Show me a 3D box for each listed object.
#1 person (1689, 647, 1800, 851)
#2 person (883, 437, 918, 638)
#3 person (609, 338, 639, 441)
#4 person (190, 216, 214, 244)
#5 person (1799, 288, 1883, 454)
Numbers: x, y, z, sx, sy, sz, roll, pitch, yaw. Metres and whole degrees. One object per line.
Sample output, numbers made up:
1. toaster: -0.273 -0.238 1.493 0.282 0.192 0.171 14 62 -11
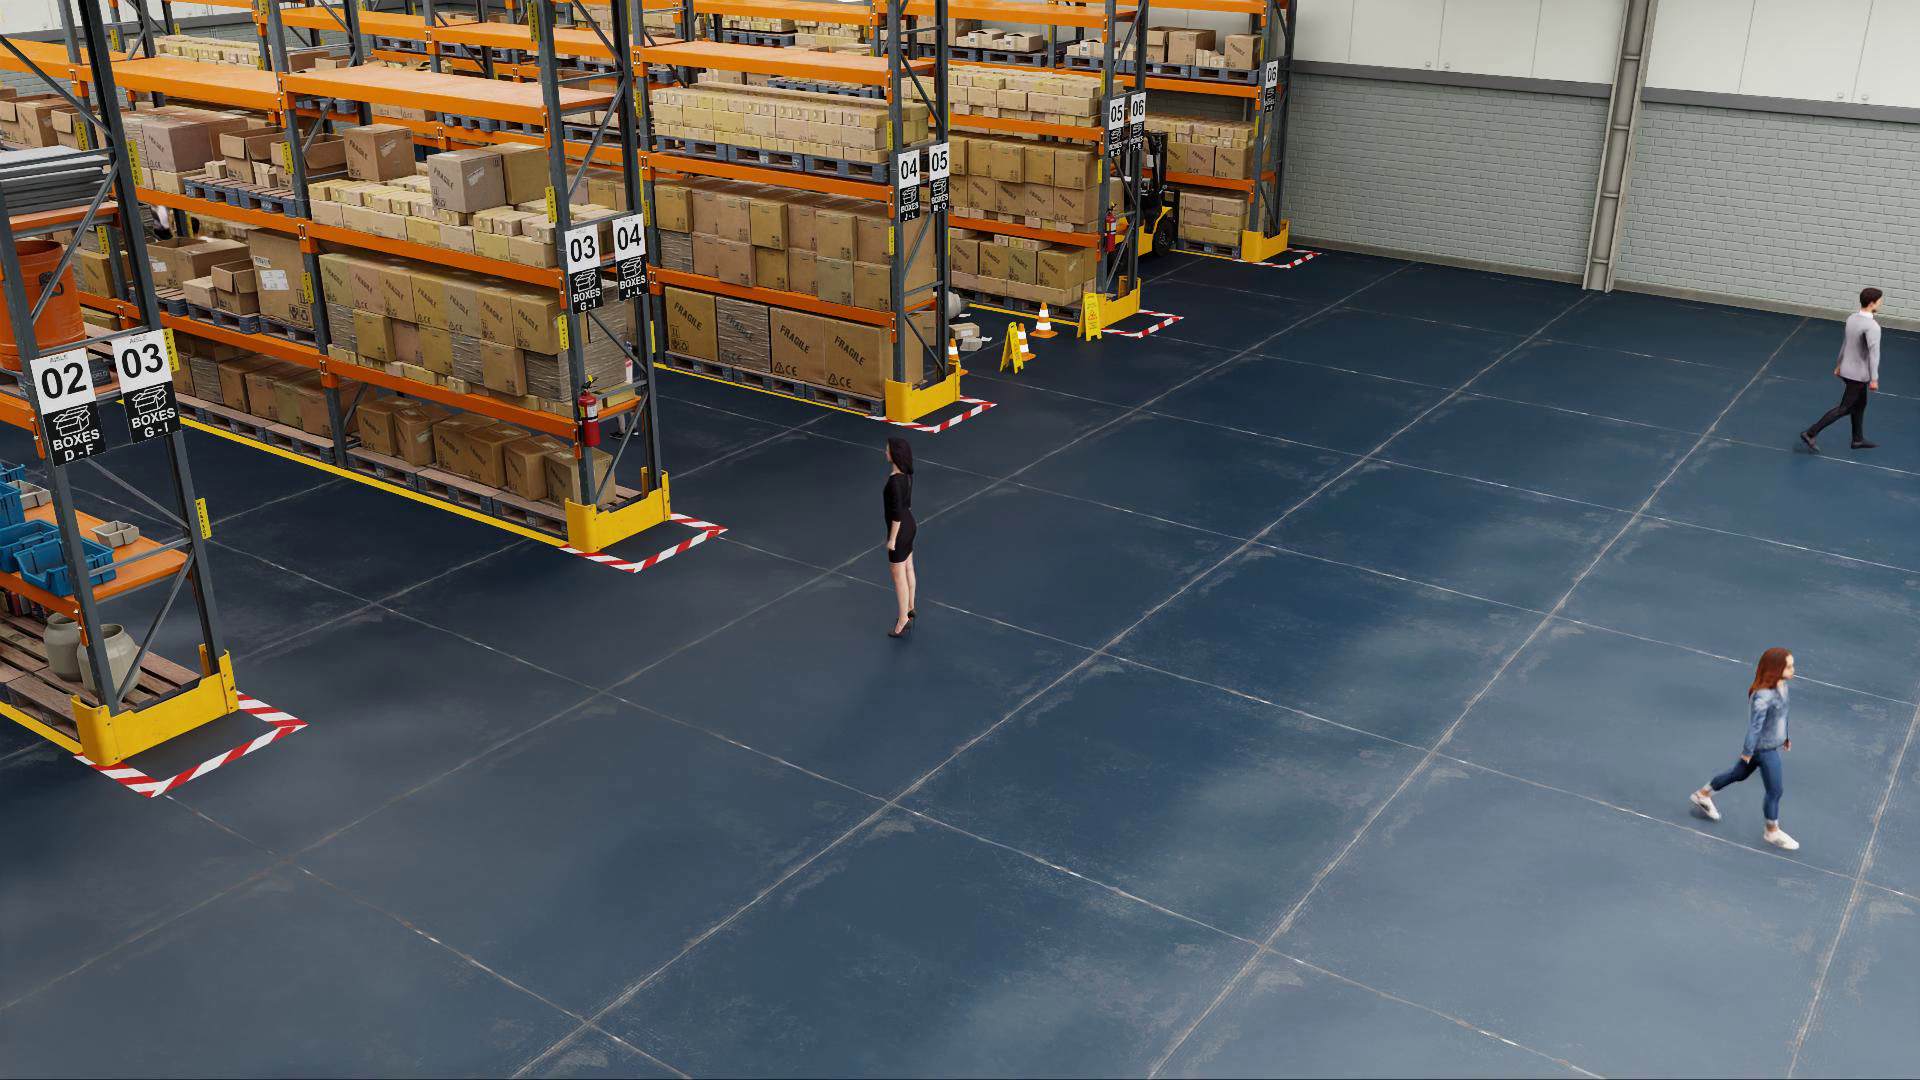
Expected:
1. person: 5.536 1.399 11.627 0.975 1.456 0.562 16 28 33
2. person: -0.519 -0.033 14.548 0.600 1.804 0.655 6 24 14
3. person: -3.954 -1.893 19.388 0.479 1.439 0.509 16 28 33
4. person: -10.512 -3.657 23.198 0.997 1.705 0.686 18 29 35
5. person: 10.041 -1.899 18.789 1.338 1.920 1.138 2 23 5
